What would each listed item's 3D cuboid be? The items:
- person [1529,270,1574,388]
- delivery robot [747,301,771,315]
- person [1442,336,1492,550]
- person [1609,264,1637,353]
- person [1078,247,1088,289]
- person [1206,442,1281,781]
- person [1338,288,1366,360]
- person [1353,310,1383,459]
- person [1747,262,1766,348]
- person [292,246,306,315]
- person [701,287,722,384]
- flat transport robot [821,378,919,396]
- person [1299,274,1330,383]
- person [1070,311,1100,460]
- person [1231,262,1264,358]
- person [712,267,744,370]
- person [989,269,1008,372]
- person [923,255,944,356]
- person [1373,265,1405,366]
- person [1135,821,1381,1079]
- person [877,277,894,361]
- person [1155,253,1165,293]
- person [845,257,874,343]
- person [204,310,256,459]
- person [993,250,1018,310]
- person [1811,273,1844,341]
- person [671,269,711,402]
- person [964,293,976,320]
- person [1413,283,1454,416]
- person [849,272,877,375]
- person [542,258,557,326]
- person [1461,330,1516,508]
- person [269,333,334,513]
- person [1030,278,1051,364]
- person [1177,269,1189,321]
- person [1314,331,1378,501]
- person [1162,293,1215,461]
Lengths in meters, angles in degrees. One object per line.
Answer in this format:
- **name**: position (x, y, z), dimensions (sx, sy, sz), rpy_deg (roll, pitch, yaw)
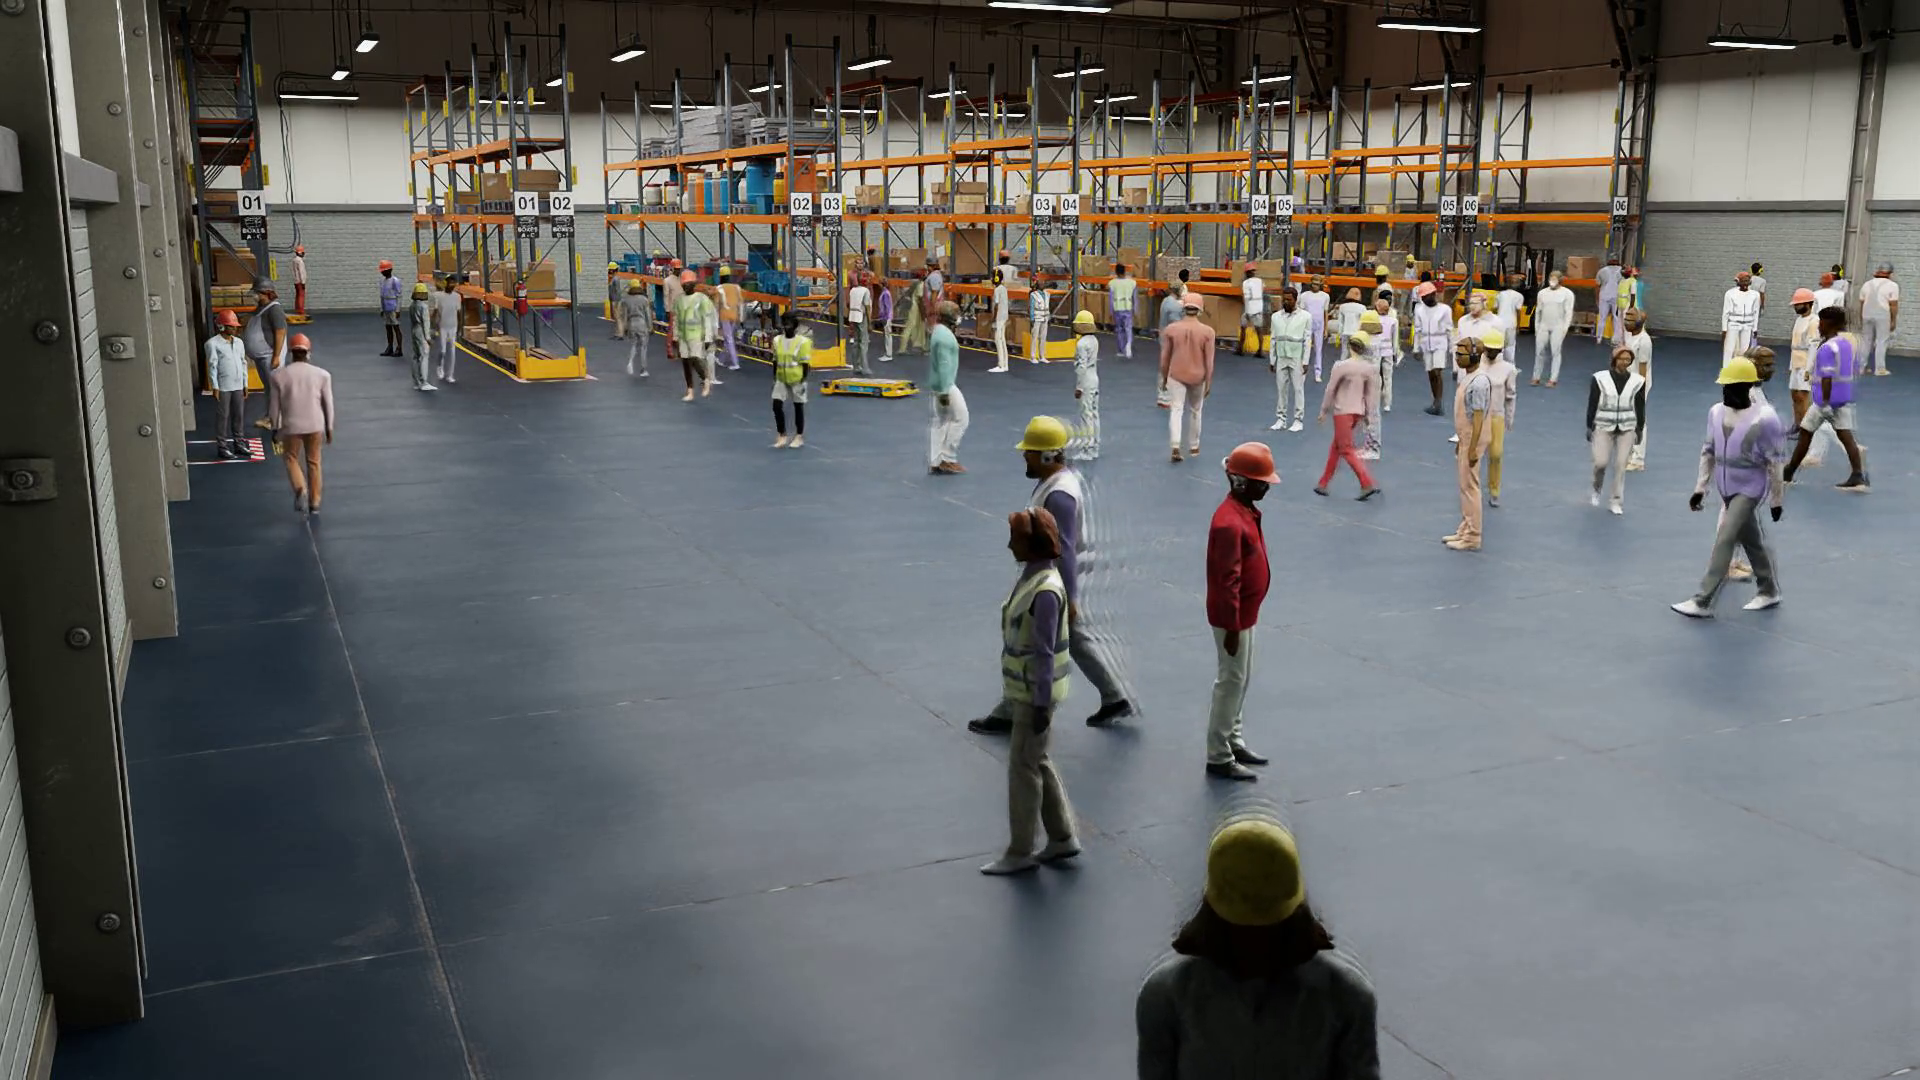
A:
- **person**: position (9.809, -3.494, 27.564), dimensions (0.645, 1.931, 0.420), rpy_deg (10, 15, 40)
- **delivery robot**: position (-5.498, -6.376, 45.482), dimensions (0.477, 0.478, 0.707), rpy_deg (8, 14, 35)
- **person**: position (4.366, -0.826, 14.256), dimensions (0.338, 1.838, 0.511), rpy_deg (2, 11, 9)
- **person**: position (13.636, -4.730, 34.063), dimensions (0.390, 1.846, 0.564), rpy_deg (-1, 11, -6)
- **person**: position (3.593, -7.774, 49.460), dimensions (0.358, 1.880, 0.575), rpy_deg (-7, 13, -33)
- **person**: position (1.436, 0.359, 8.479), dimensions (0.355, 1.737, 0.578), rpy_deg (4, 12, 17)
- **person**: position (6.575, -3.412, 27.913), dimensions (0.501, 1.631, 0.285), rpy_deg (10, 15, 41)
- **person**: position (4.800, -1.820, 19.540), dimensions (0.319, 1.743, 0.488), rpy_deg (1, 11, 6)
- **person**: position (16.434, -4.820, 34.505), dimensions (0.328, 1.861, 0.506), rpy_deg (-9, 14, -38)
- **person**: position (-18.074, -7.068, 45.599), dimensions (0.407, 1.985, 0.618), rpy_deg (-8, 14, -36)
- **person**: position (-4.227, -3.450, 28.088), dimensions (0.309, 1.639, 0.523), rpy_deg (-6, 13, -28)
- **flat transport robot**: position (-1.437, -2.437, 26.428), dimensions (1.431, 0.197, 0.652), rpy_deg (6, 12, 26)
- **person**: position (6.000, -3.583, 28.242), dimensions (0.508, 1.845, 0.345), rpy_deg (1, 11, 7)
- **person**: position (1.459, -1.810, 19.486), dimensions (0.312, 1.744, 0.487), rpy_deg (5, 12, 24)
- **person**: position (5.804, -4.604, 33.320), dimensions (0.561, 1.887, 0.919), rpy_deg (-6, 13, -29)
- **person**: position (-4.359, -4.093, 30.736), dimensions (0.615, 1.873, 0.969), rpy_deg (-10, 15, -42)
- **person**: position (0.709, -3.982, 30.246), dimensions (0.325, 1.859, 0.512), rpy_deg (4, 12, 19)
- **person**: position (-0.598, -4.740, 33.622), dimensions (0.537, 2.000, 0.683), rpy_deg (0, 11, 2)
- **person**: position (8.002, -4.220, 31.337), dimensions (0.803, 1.899, 0.595), rpy_deg (6, 13, 27)
- **person**: position (0.605, 1.376, 3.425), dimensions (0.492, 1.695, 0.890), rpy_deg (0, 11, -1)
- **person**: position (-1.451, -4.313, 32.470), dimensions (0.315, 1.641, 0.515), rpy_deg (-1, 11, -4)
- **person**: position (5.566, -7.089, 46.287), dimensions (0.341, 1.758, 0.525), rpy_deg (1, 11, 4)
- **person**: position (-2.217, -5.317, 36.902), dimensions (0.649, 1.904, 0.401), rpy_deg (-4, 12, -19)
- **person**: position (-8.598, -1.833, 19.605), dimensions (0.349, 1.743, 0.564), rpy_deg (4, 12, 21)
- **person**: position (0.967, -5.662, 38.378), dimensions (0.623, 2.000, 0.944), rpy_deg (-5, 12, -22)
- **person**: position (15.006, -3.707, 28.887), dimensions (0.578, 1.850, 0.929), rpy_deg (6, 12, 27)
- **person**: position (-4.105, -3.109, 25.385), dimensions (0.619, 2.029, 0.470), rpy_deg (5, 12, 25)
- **person**: position (0.290, -6.769, 44.954), dimensions (0.522, 1.638, 0.310), rpy_deg (-8, 14, -37)
- **person**: position (6.716, -2.715, 23.744), dimensions (0.576, 1.879, 0.841), rpy_deg (10, 15, 41)
- **person**: position (-1.763, -3.847, 29.601), dimensions (0.388, 1.838, 0.563), rpy_deg (-8, 14, -36)
- **person**: position (-10.588, -6.308, 42.362), dimensions (0.583, 1.737, 0.518), rpy_deg (1, 11, 4)
- **person**: position (5.165, -1.184, 16.325), dimensions (0.543, 1.740, 0.735), rpy_deg (3, 12, 15)
- **person**: position (-6.290, -1.106, 15.914), dimensions (0.589, 1.735, 0.428), rpy_deg (-6, 13, -28)
- **person**: position (1.537, -4.199, 31.895), dimensions (0.525, 1.639, 0.307), rpy_deg (-10, 15, -42)
- **person**: position (4.726, -4.928, 35.483), dimensions (0.320, 1.685, 0.539), rpy_deg (-1, 11, -7)
- **person**: position (3.947, -1.263, 16.823), dimensions (0.525, 1.694, 0.796), rpy_deg (-9, 14, -39)
- **person**: position (2.655, -1.903, 19.426), dimensions (0.616, 1.962, 0.952), rpy_deg (3, 11, 13)
